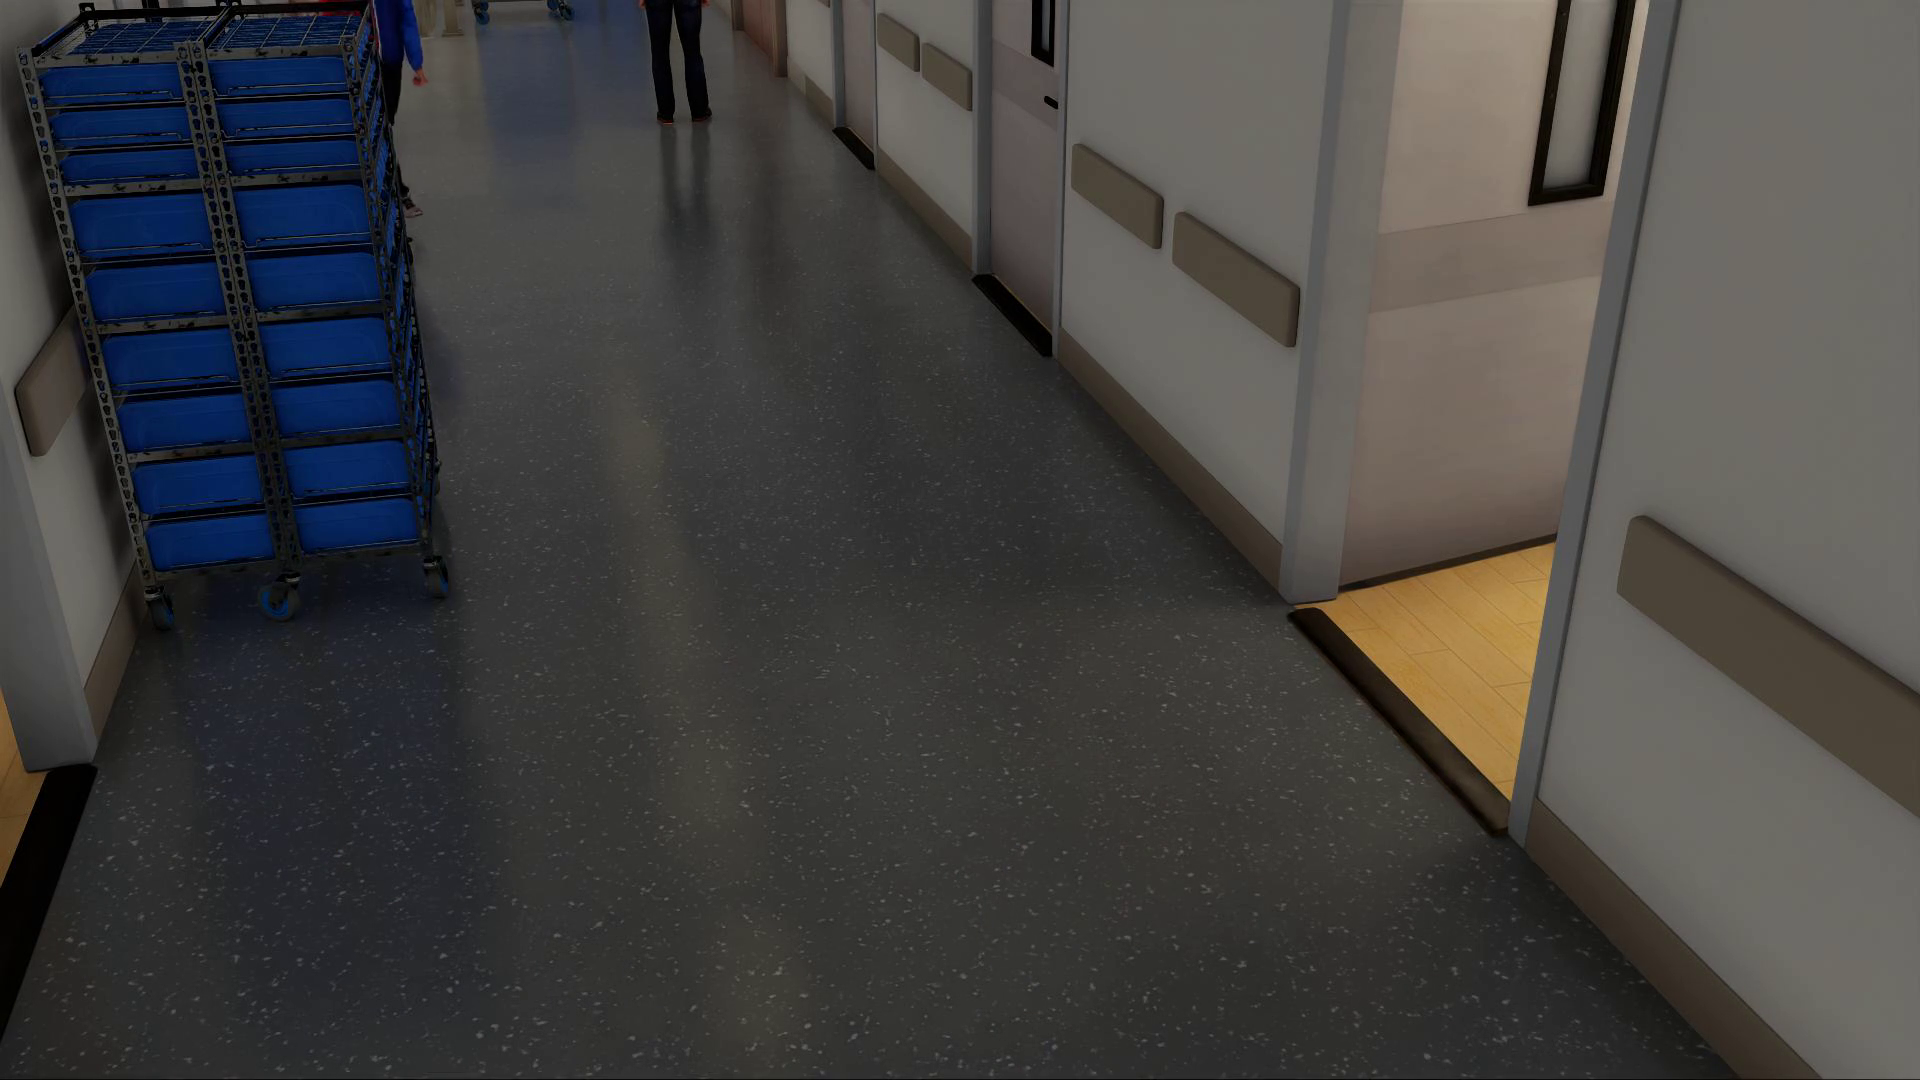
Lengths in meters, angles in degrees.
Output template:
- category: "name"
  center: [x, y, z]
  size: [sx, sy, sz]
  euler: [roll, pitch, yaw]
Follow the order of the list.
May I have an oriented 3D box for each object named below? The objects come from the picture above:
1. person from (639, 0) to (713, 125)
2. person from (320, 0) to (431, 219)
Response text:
- category: "person"
  center: [-1.998, -3.835, 11.531]
  size: [0.681, 1.818, 0.596]
  euler: [-3, 26, -7]
- category: "person"
  center: [-3.300, -2.678, 9.260]
  size: [1.001, 1.706, 1.292]
  euler: [-20, 32, -36]
